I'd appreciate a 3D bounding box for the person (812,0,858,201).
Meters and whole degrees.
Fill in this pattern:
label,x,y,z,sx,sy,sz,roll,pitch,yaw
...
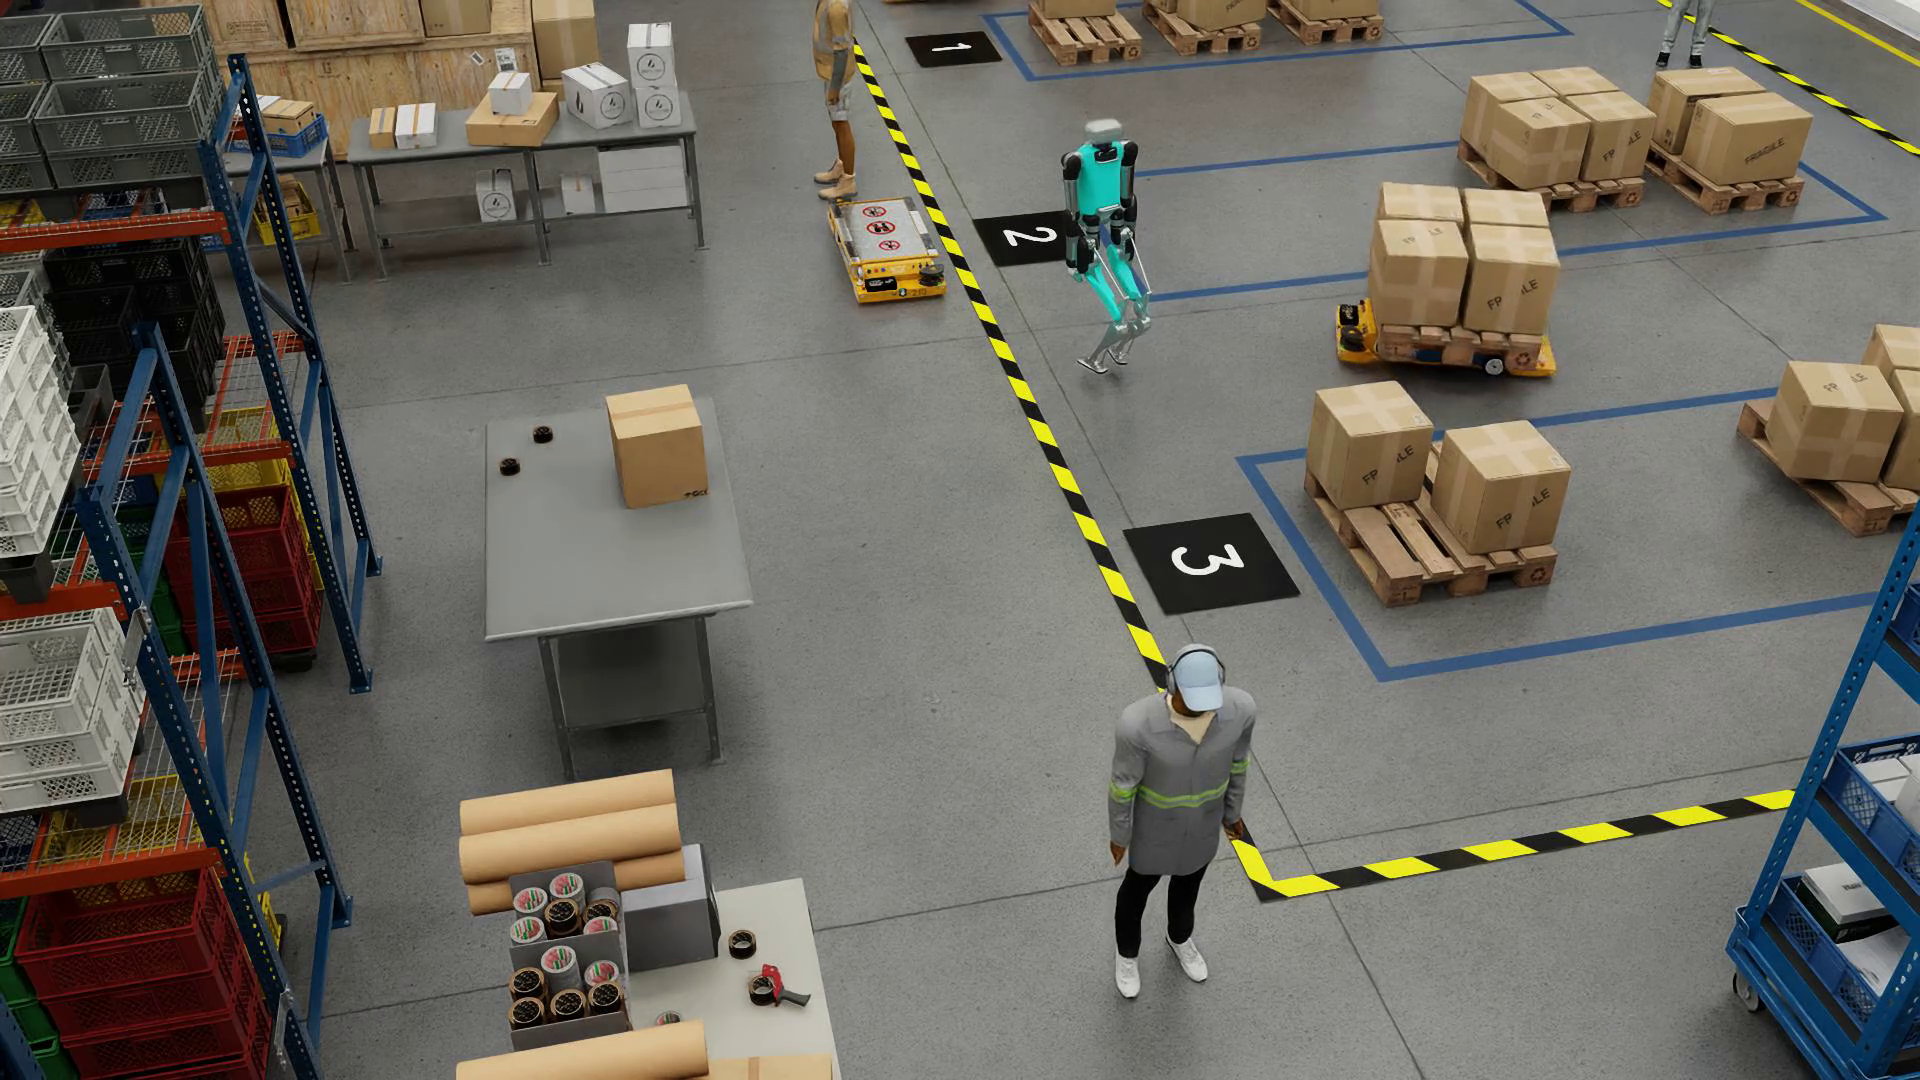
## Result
label,x,y,z,sx,sy,sz,roll,pitch,yaw
person,-0.998,-3.672,13.001,0.366,2.048,0.606,-6,37,-7

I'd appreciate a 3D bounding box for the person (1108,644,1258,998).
label,x,y,z,sx,sy,sz,roll,pitch,yaw
person,0.884,1.137,6.699,0.593,1.851,0.398,-9,38,-12

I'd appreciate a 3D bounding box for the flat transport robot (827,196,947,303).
label,x,y,z,sx,sy,sz,roll,pitch,yaw
flat transport robot,-0.570,-2.220,12.538,0.659,0.231,1.431,-8,37,-10

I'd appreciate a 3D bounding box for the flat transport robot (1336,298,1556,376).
label,x,y,z,sx,sy,sz,roll,pitch,yaw
flat transport robot,3.332,-1.421,11.440,1.431,0.197,0.652,5,37,7

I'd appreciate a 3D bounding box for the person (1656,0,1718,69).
label,x,y,z,sx,sy,sz,roll,pitch,yaw
person,6.864,-5.274,15.328,0.597,1.835,0.404,10,38,13

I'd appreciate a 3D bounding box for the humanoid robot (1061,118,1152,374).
label,x,y,z,sx,sy,sz,roll,pitch,yaw
humanoid robot,1.000,-1.813,10.651,0.533,1.672,0.735,-18,40,-22

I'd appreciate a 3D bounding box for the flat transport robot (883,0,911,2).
label,x,y,z,sx,sy,sz,roll,pitch,yaw
flat transport robot,-0.164,-5.894,17.452,1.431,0.197,0.652,-8,37,-10
